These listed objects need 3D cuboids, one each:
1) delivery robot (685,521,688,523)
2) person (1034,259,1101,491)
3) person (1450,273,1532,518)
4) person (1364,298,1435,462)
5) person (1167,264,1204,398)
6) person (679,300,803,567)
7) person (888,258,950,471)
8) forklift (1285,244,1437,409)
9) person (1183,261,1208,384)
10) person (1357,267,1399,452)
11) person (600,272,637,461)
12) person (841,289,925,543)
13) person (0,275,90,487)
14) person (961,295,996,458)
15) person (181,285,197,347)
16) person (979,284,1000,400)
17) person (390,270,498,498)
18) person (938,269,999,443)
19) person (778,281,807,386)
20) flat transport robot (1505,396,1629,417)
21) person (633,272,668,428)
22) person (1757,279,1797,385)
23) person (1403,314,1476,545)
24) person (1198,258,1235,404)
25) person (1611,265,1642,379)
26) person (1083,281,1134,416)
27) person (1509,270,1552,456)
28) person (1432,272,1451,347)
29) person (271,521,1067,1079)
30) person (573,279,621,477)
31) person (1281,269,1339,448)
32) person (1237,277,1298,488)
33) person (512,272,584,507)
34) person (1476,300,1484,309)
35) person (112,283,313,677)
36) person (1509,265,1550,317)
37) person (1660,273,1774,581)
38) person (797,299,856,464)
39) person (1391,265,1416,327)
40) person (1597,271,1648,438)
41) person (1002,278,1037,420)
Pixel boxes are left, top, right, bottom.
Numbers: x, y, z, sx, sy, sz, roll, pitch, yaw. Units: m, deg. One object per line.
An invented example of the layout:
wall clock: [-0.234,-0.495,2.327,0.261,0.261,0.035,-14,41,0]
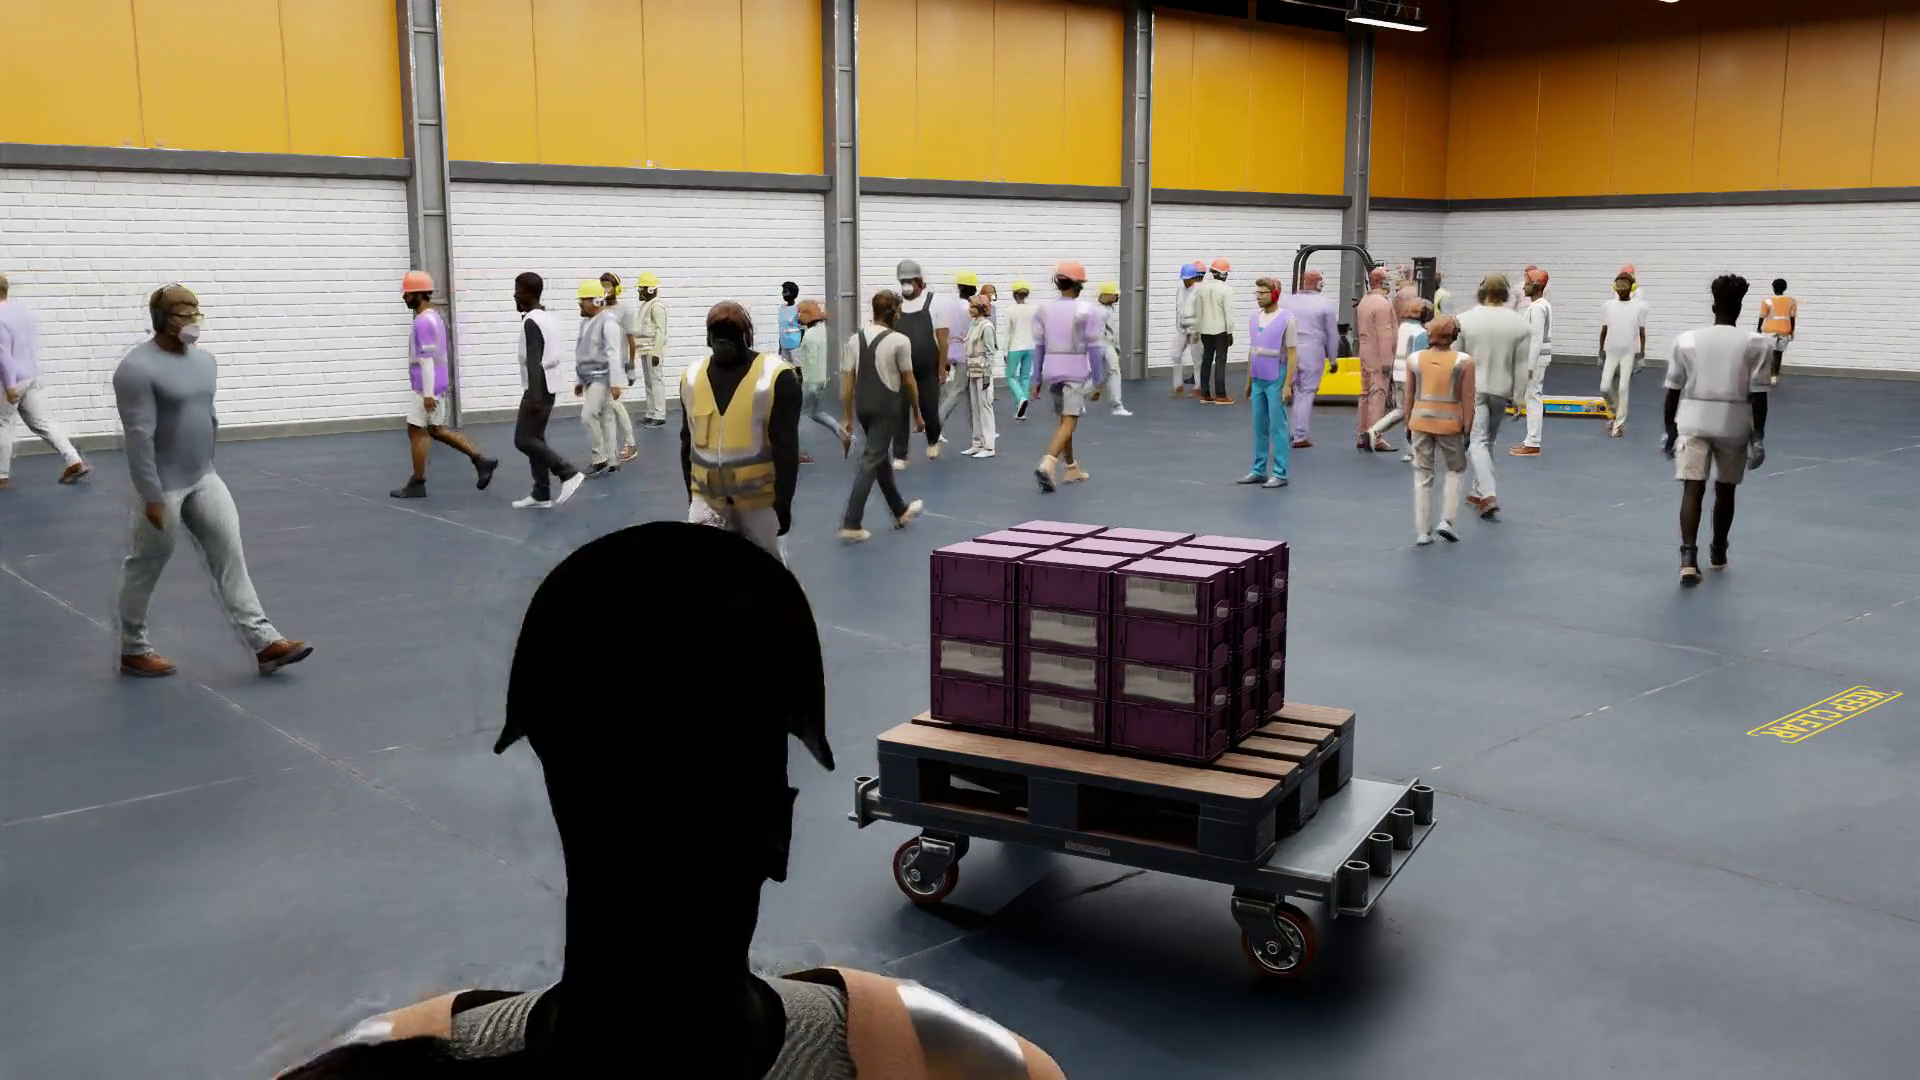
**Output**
delivery robot: [-1.503,0.057,9.675,0.707,0.478,0.477,-8,13,-39]
person: [0.898,-1.436,14.473,0.621,2.012,0.982,6,12,33]
person: [4.134,-1.135,13.036,0.637,1.903,0.996,0,10,-2]
person: [4.329,-1.561,16.294,0.567,1.620,0.547,-2,10,-11]
person: [3.240,-2.968,23.694,0.648,1.906,0.615,-9,13,-42]
person: [-1.039,-0.175,7.628,0.640,1.818,0.733,3,10,14]
person: [-0.435,-1.701,15.898,0.696,2.000,0.744,1,10,8]
forklift: [5.256,-2.933,22.661,2.313,2.155,1.214,3,10,16]
person: [3.777,-3.448,26.428,0.359,1.938,0.547,8,13,40]
person: [4.366,-1.874,17.336,0.402,1.906,0.661,-1,10,-7]
person: [-3.473,-1.710,16.473,0.544,1.864,0.398,7,12,34]
person: [-0.550,-0.895,11.945,0.509,1.776,1.032,7,12,36]
person: [-8.201,-1.401,14.601,0.921,1.901,0.643,-1,10,-6]
person: [0.202,-1.644,16.737,0.307,1.639,0.525,-3,10,-19]
person: [-7.815,-1.650,16.480,0.543,1.746,0.696,7,12,36]
person: [0.383,-2.752,23.243,0.284,1.633,0.497,5,11,28]
person: [-4.370,-1.300,13.961,0.805,1.916,0.550,-1,10,-8]
person: [0.014,-2.001,18.124,0.974,1.884,0.603,-6,11,-31]
person: [-2.195,-2.531,21.758,0.322,1.697,0.535,-9,13,-43]
flat transport robot: [7.698,-1.704,21.091,1.431,0.197,0.652,4,11,23]
person: [-3.668,-2.244,19.686,0.403,1.833,0.591,-5,11,-27]
person: [12.815,-3.265,26.139,0.547,1.667,0.716,1,10,7]
person: [3.348,-0.764,11.644,0.516,1.625,0.375,6,11,30]
person: [3.530,-2.858,22.804,0.395,1.993,0.614,-7,12,-35]
person: [10.951,-3.580,27.412,0.554,1.859,0.963,9,13,43]
person: [1.828,-2.444,21.205,0.768,1.715,0.487,3,10,15]
person: [5.803,-1.786,16.862,0.355,1.883,0.575,4,10,20]
person: [6.981,-3.040,24.434,0.855,1.817,0.627,-3,10,-18]
person: [-0.207,0.889,1.173,0.593,1.897,0.928,-2,10,-9]
person: [-3.374,-1.464,15.181,0.560,1.812,0.614,-7,12,-35]
person: [3.734,-1.925,17.668,0.677,1.881,0.644,-9,13,-42]
person: [2.729,-1.380,14.591,0.372,1.843,0.571,-5,11,-29]
person: [-3.342,-1.184,13.280,0.490,1.899,0.610,-1,10,-6]
person: [7.389,-2.788,23.533,0.508,1.608,0.724,-8,13,-40]
person: [-3.639,-0.255,7.878,1.010,1.884,0.662,3,10,15]
person: [9.906,-3.845,28.976,0.656,1.868,0.963,1,10,6]
person: [4.723,-0.703,10.427,0.616,1.923,0.982,5,11,28]
person: [-1.370,-1.534,16.164,0.609,1.613,0.509,1,10,8]
person: [6.232,-2.935,23.559,0.447,1.891,0.645,5,11,26]
person: [7.395,-2.068,18.607,0.534,1.853,0.443,7,12,34]
person: [0.763,-2.327,20.414,0.530,1.753,0.505,-4,11,-23]
